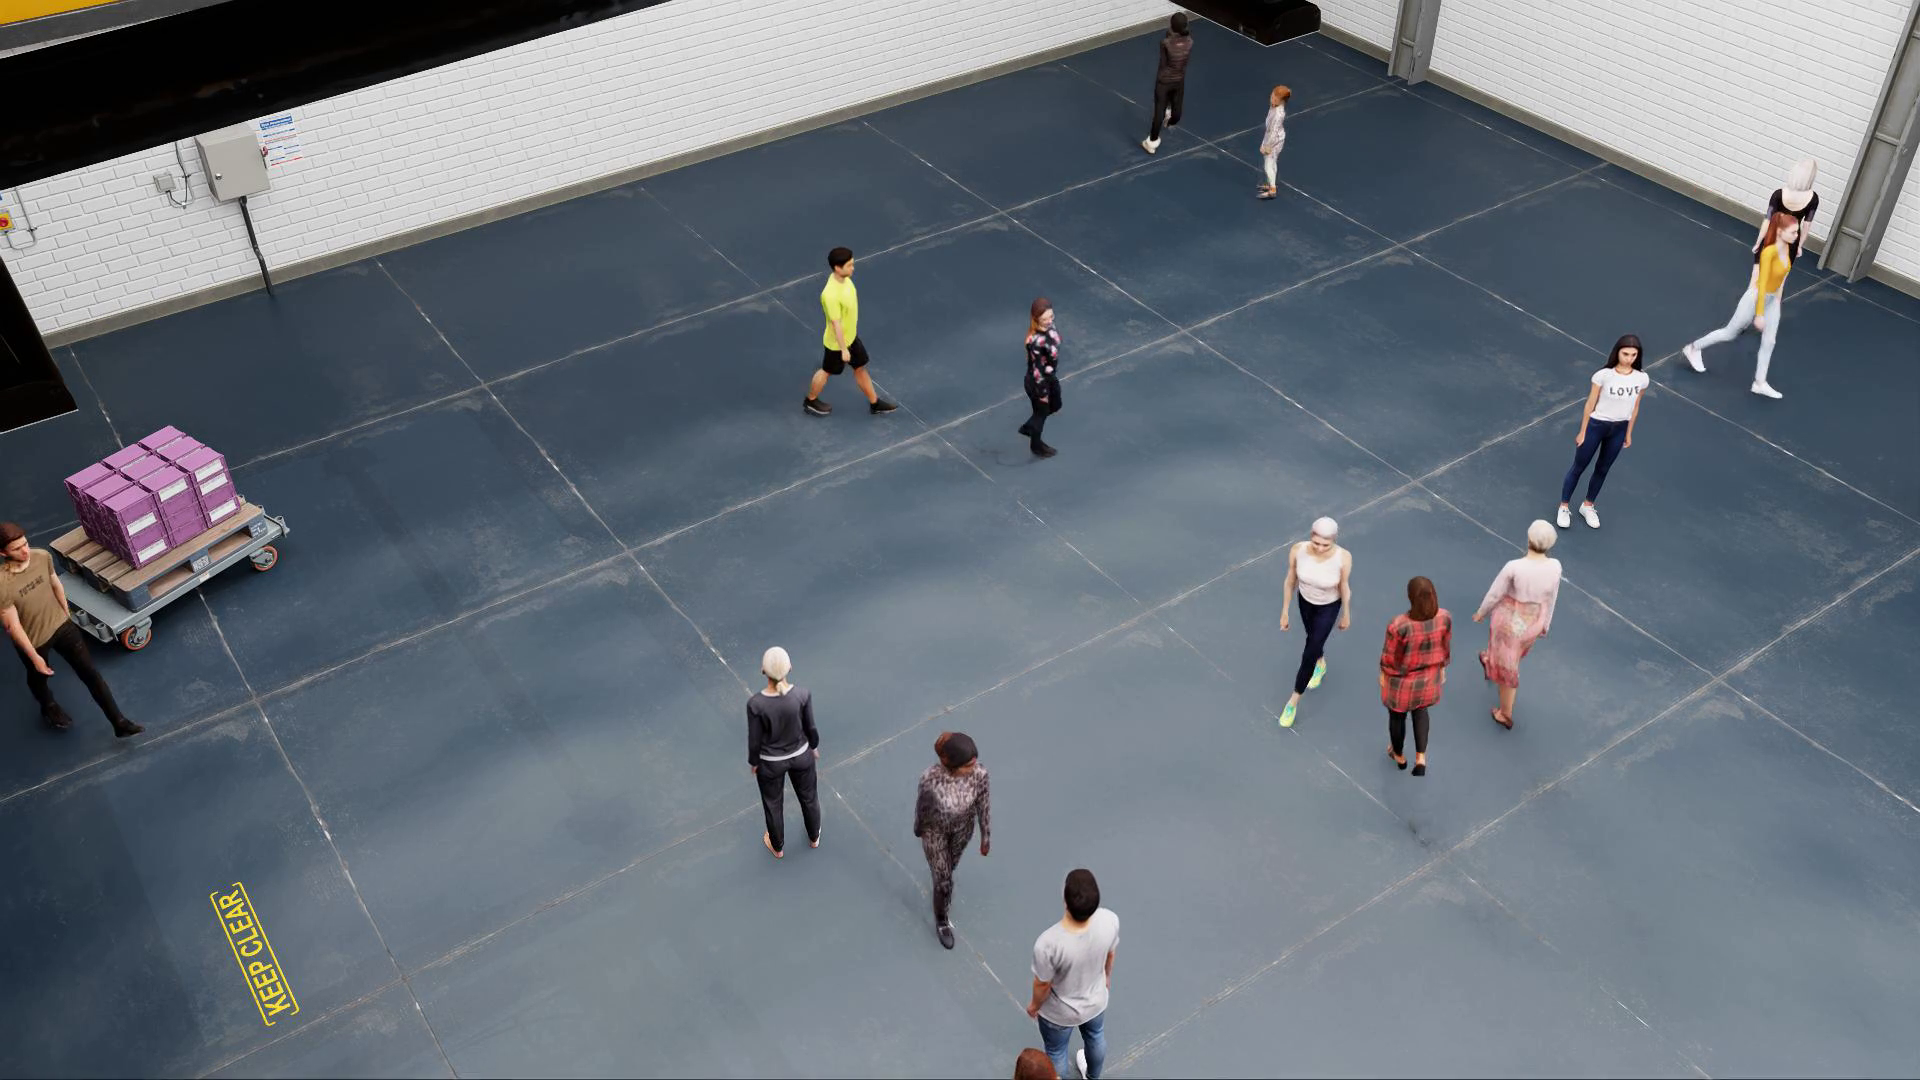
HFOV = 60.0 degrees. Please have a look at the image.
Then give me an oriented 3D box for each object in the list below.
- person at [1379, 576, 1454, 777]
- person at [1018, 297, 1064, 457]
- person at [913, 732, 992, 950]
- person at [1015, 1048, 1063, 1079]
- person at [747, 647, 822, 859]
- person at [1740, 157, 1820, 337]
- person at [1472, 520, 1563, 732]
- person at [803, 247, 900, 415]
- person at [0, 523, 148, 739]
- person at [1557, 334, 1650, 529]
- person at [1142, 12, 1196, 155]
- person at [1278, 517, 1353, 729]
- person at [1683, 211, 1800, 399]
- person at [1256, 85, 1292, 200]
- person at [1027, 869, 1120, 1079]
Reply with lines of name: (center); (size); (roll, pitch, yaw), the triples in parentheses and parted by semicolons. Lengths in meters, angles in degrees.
person: (3.033, 0.977, 11.061); (0.802, 1.680, 0.879); (-4, 39, -5)
person: (0.614, -1.359, 14.005); (0.795, 1.656, 0.748); (7, 39, 8)
person: (-0.096, 1.716, 10.133); (0.744, 1.683, 0.896); (-4, 39, -5)
person: (0.379, 3.115, 8.361); (0.596, 1.709, 0.612); (28, 46, 30)
person: (-1.118, 1.346, 10.561); (0.668, 1.726, 0.609); (-12, 40, -15)
person: (7.682, -2.749, 15.606); (0.640, 1.830, 0.712); (8, 39, 10)
person: (3.886, 0.641, 11.498); (0.894, 1.660, 1.078); (-5, 39, -7)
person: (-1.121, -1.778, 14.523); (1.184, 1.664, 1.099); (8, 39, 10)
person: (-6.347, 0.630, 11.399); (1.312, 1.800, 1.040); (20, 43, 23)
person: (5.147, -0.870, 13.298); (0.670, 1.774, 0.693); (0, 39, 0)
person: (2.337, -5.215, 18.833); (0.776, 1.656, 0.911); (-13, 40, -16)
person: (2.553, 0.427, 11.764); (1.079, 1.661, 0.948); (20, 43, 23)
person: (7.069, -2.132, 14.930); (0.631, 1.710, 1.194); (-26, 45, -29)
person: (3.396, -4.344, 18.032); (0.652, 1.295, 0.615); (21, 43, 24)
person: (0.619, 2.453, 9.044); (0.699, 1.890, 0.605); (-18, 42, -21)
